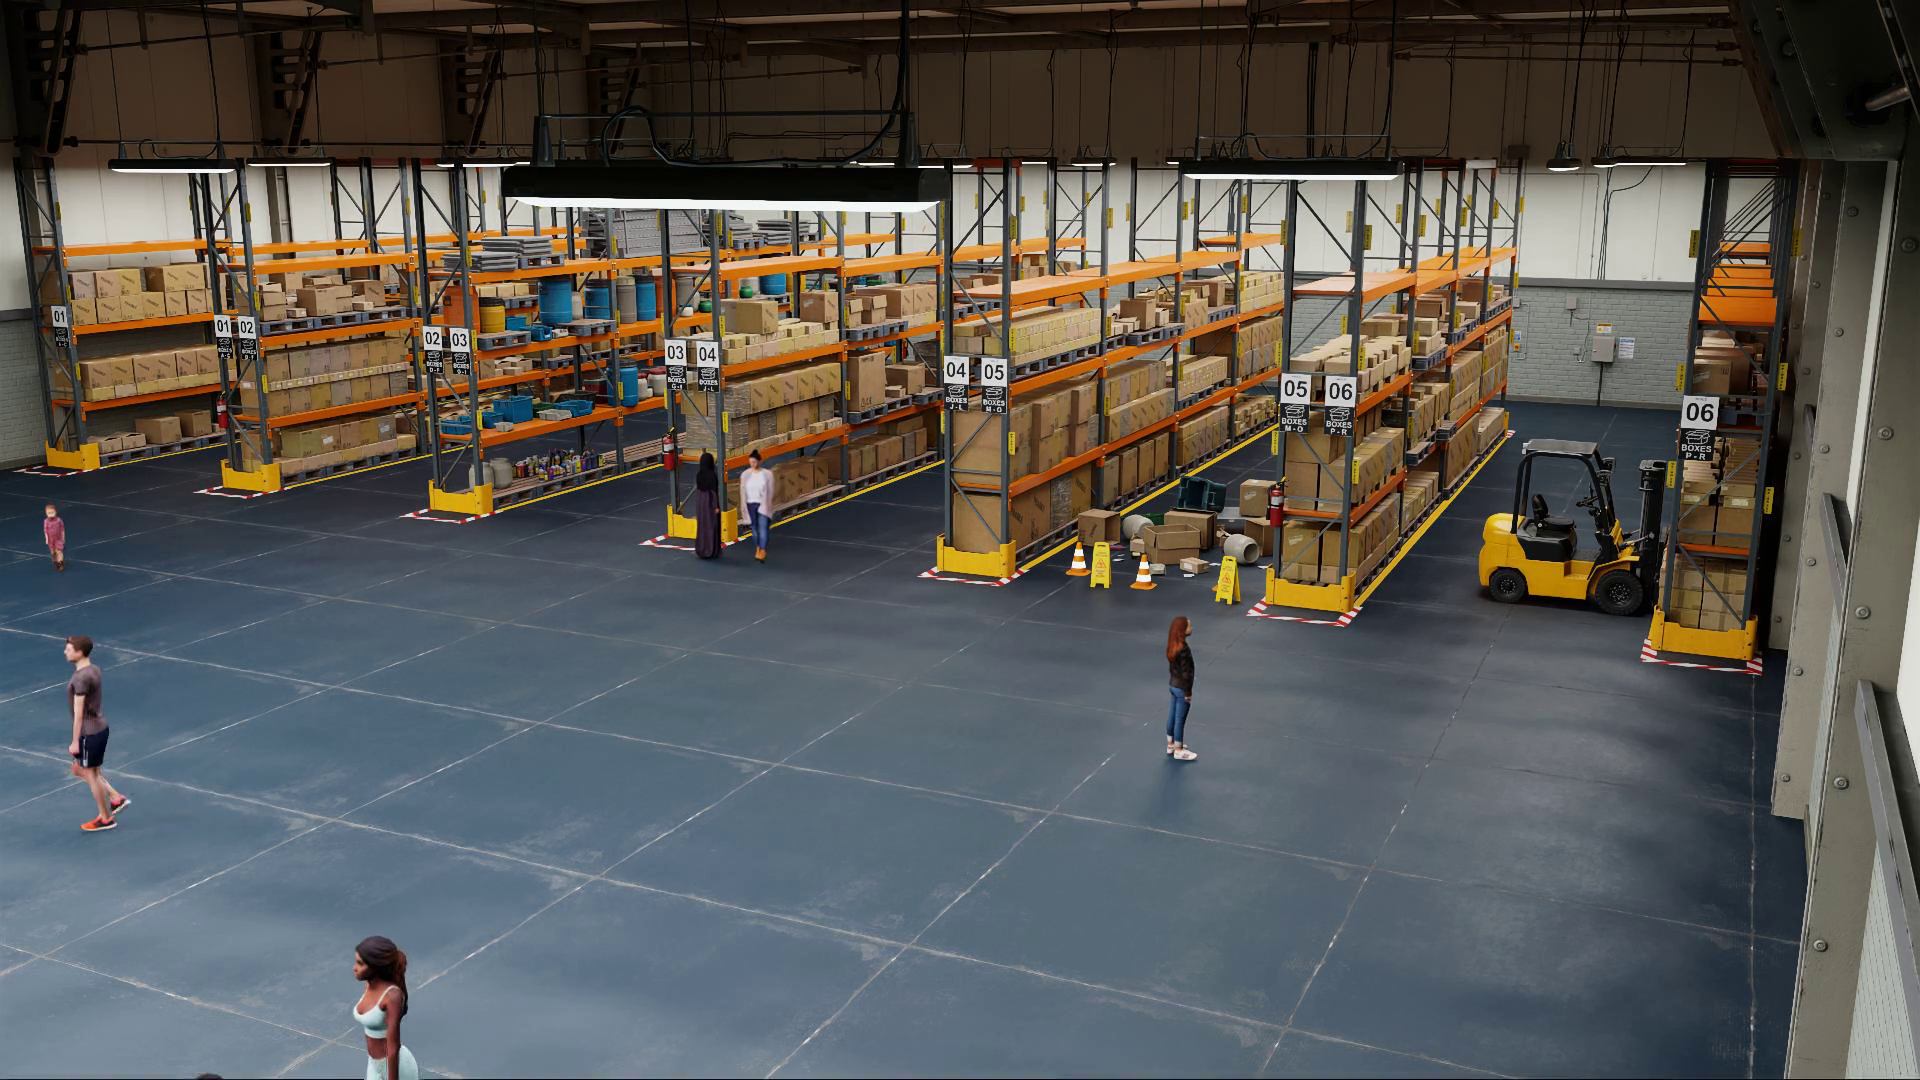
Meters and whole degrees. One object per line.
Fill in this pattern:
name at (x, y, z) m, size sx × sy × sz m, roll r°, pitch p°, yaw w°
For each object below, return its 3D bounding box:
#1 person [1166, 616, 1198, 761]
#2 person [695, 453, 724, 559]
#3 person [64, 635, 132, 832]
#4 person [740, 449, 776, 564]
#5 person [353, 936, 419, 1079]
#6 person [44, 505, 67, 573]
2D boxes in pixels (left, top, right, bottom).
person at (2.250, 1.495, 17.023) m, size 0.700 × 1.483 × 0.622 m, roll -3°, pitch 13°, yaw -14°
person at (-3.879, -0.545, 25.546) m, size 0.728 × 1.612 × 0.707 m, roll -12°, pitch 17°, yaw -41°
person at (-7.812, 1.755, 15.107) m, size 0.884 × 1.840 × 0.824 m, roll -5°, pitch 14°, yaw -19°
person at (-3.053, -0.515, 25.232) m, size 0.866 × 1.695 × 1.155 m, roll 2°, pitch 13°, yaw 7°
person at (-3.222, 3.086, 9.648) m, size 0.990 × 1.710 × 0.777 m, roll -12°, pitch 17°, yaw -41°
person at (-13.421, -0.044, 24.721) m, size 0.514 × 1.007 × 0.577 m, roll -6°, pitch 14°, yaw -24°
